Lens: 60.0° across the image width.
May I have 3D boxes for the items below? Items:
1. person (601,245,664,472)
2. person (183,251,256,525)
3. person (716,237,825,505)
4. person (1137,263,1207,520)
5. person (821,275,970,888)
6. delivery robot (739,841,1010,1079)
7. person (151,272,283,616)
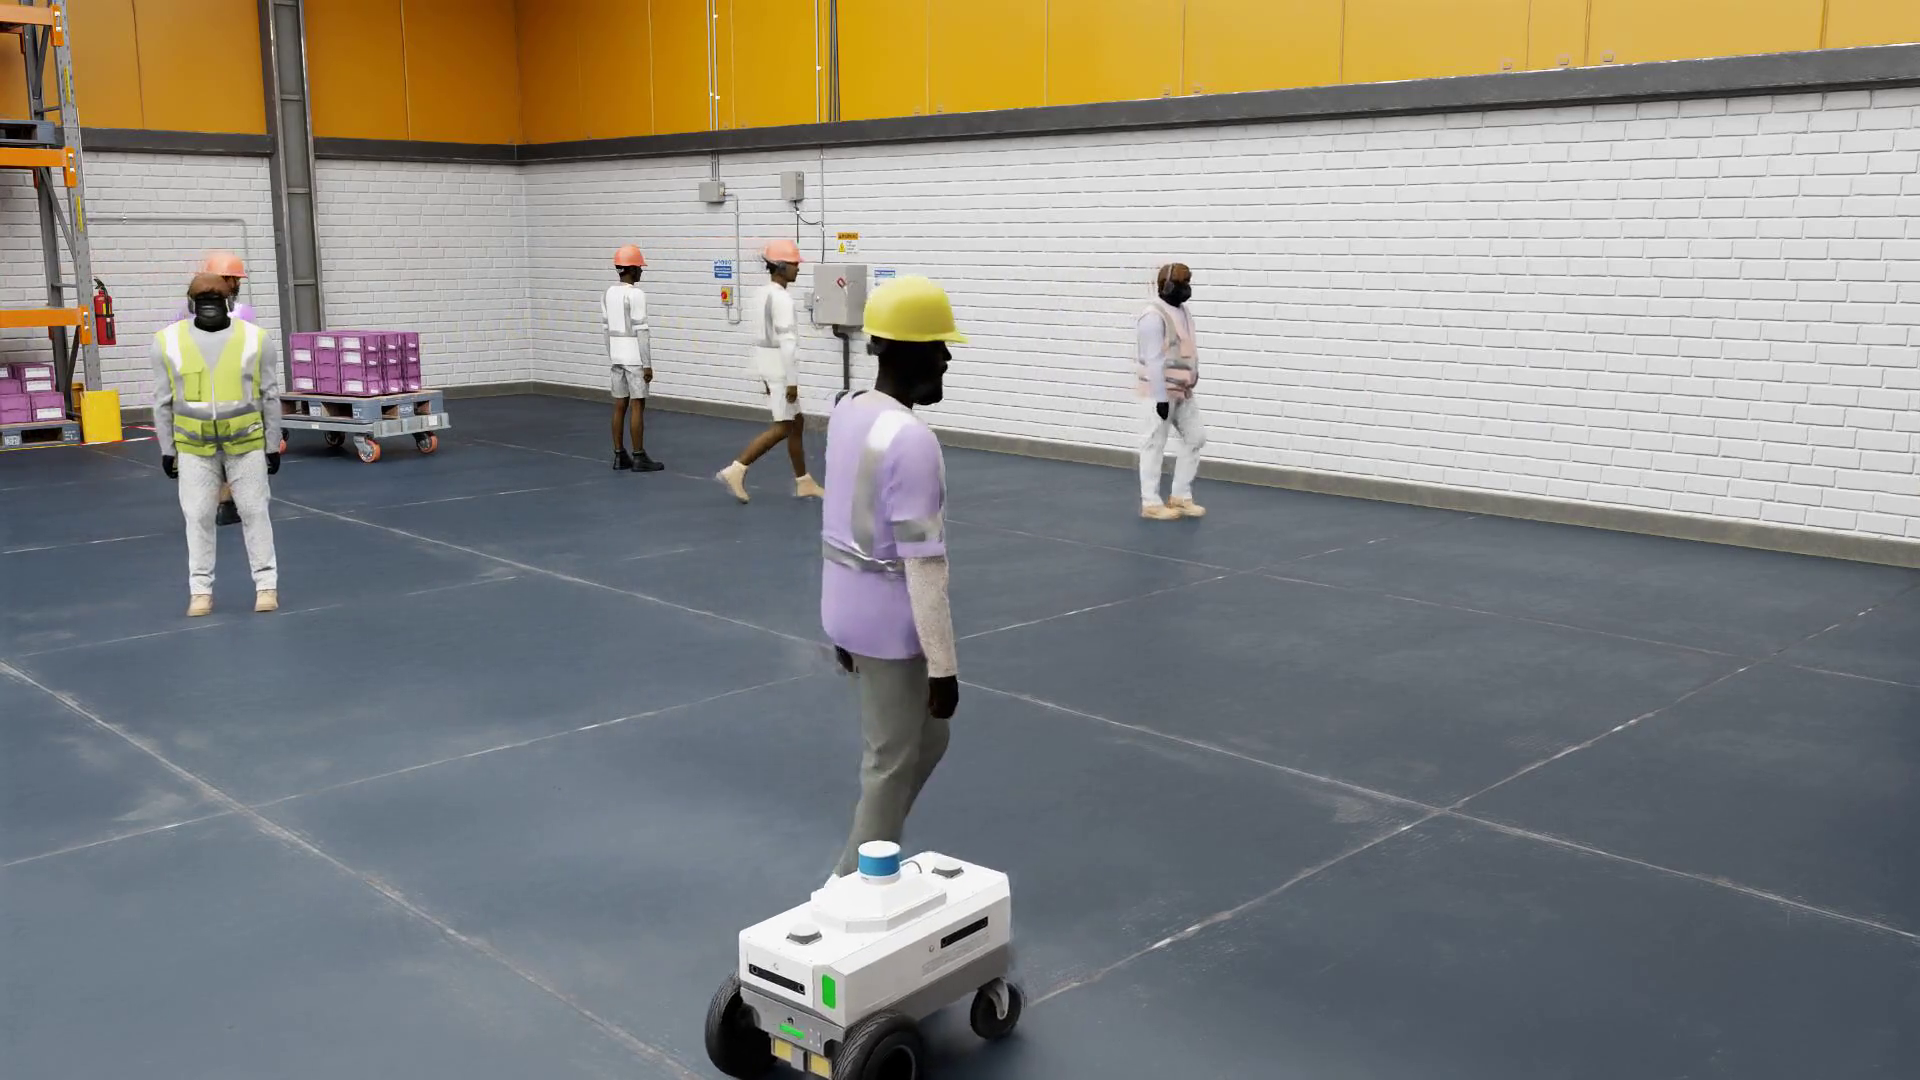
[{"bbox_3d":[-2.820,-1.549,14.274,0.542,1.938,0.358,9,14,41],"label":"person"},{"bbox_3d":[-5.119,-1.082,11.810,0.575,1.904,0.778,3,11,18],"label":"person"},{"bbox_3d":[-1.397,-1.264,12.514,0.913,2.017,0.623,-4,11,-19],"label":"person"},{"bbox_3d":[1.545,-1.034,11.768,0.595,1.824,0.661,7,12,32],"label":"person"},{"bbox_3d":[-0.167,0.235,4.598,0.425,1.911,0.619,-4,11,-21],"label":"person"},{"bbox_3d":[-0.193,0.974,4.033,0.477,0.478,0.707,8,13,39],"label":"delivery robot"},{"bbox_3d":[-3.939,-0.503,8.875,0.626,1.836,0.431,-3,11,-18],"label":"person"}]
